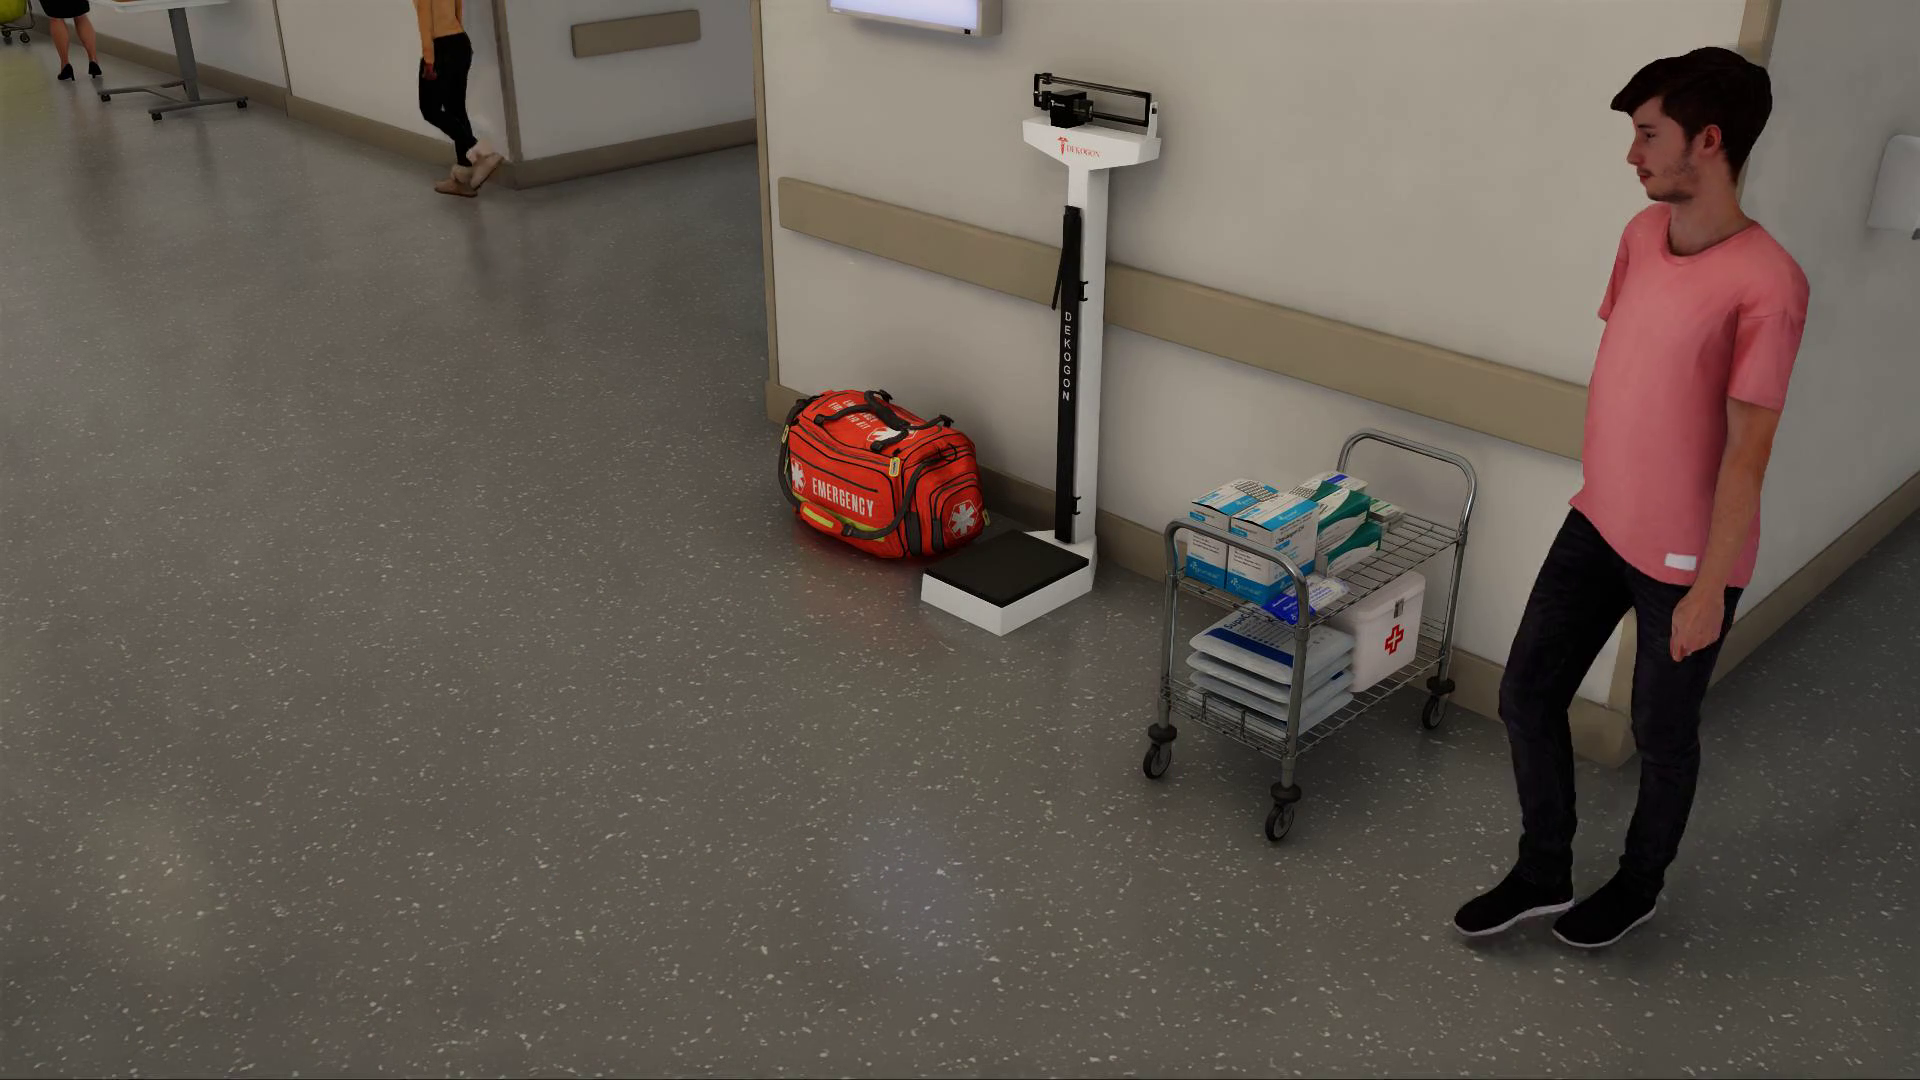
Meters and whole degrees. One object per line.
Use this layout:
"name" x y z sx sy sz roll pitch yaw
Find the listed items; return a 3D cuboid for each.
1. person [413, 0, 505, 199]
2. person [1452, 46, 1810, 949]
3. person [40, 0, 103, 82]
"person" -2.846 -2.765 9.466 0.846 1.638 0.753 7 27 15
"person" 1.500 0.000 3.386 0.840 1.939 0.785 -11 28 -22
"person" -7.000 -4.422 12.869 0.725 1.667 0.667 -18 31 -33
